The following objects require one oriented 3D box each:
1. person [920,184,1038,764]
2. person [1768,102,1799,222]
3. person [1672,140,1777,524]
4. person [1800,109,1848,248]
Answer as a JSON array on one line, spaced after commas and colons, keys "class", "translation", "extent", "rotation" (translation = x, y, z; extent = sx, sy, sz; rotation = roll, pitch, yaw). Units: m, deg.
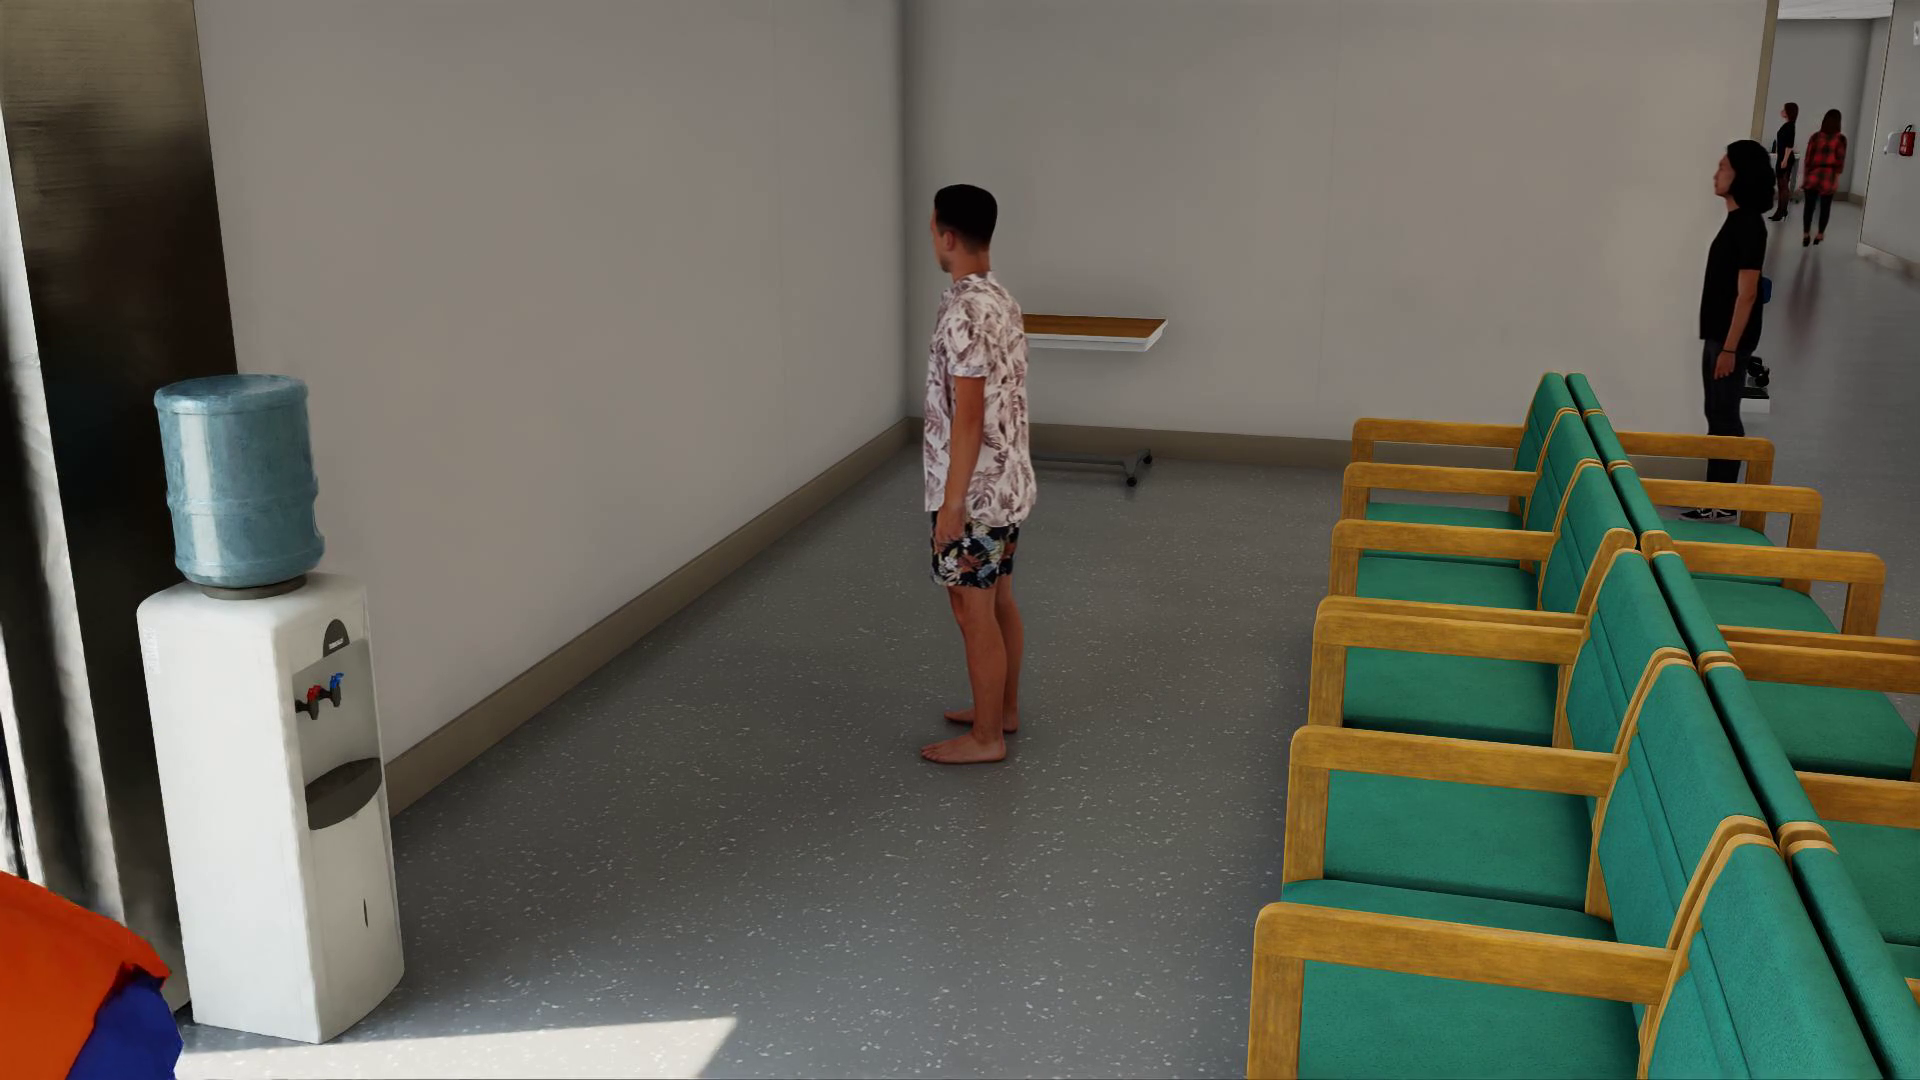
[{"class": "person", "translation": [0.066, -0.198, 5.247], "extent": [0.552, 1.815, 0.656], "rotation": [5, 16, 16]}, {"class": "person", "translation": [12.199, -5.594, 24.588], "extent": [0.497, 1.705, 0.585], "rotation": [5, 16, 16]}, {"class": "person", "translation": [3.735, -1.008, 8.057], "extent": [0.512, 1.836, 0.623], "rotation": [5, 16, 16]}, {"class": "person", "translation": [10.537, -4.386, 20.395], "extent": [1.159, 1.656, 0.907], "rotation": [10, 19, 31]}]
